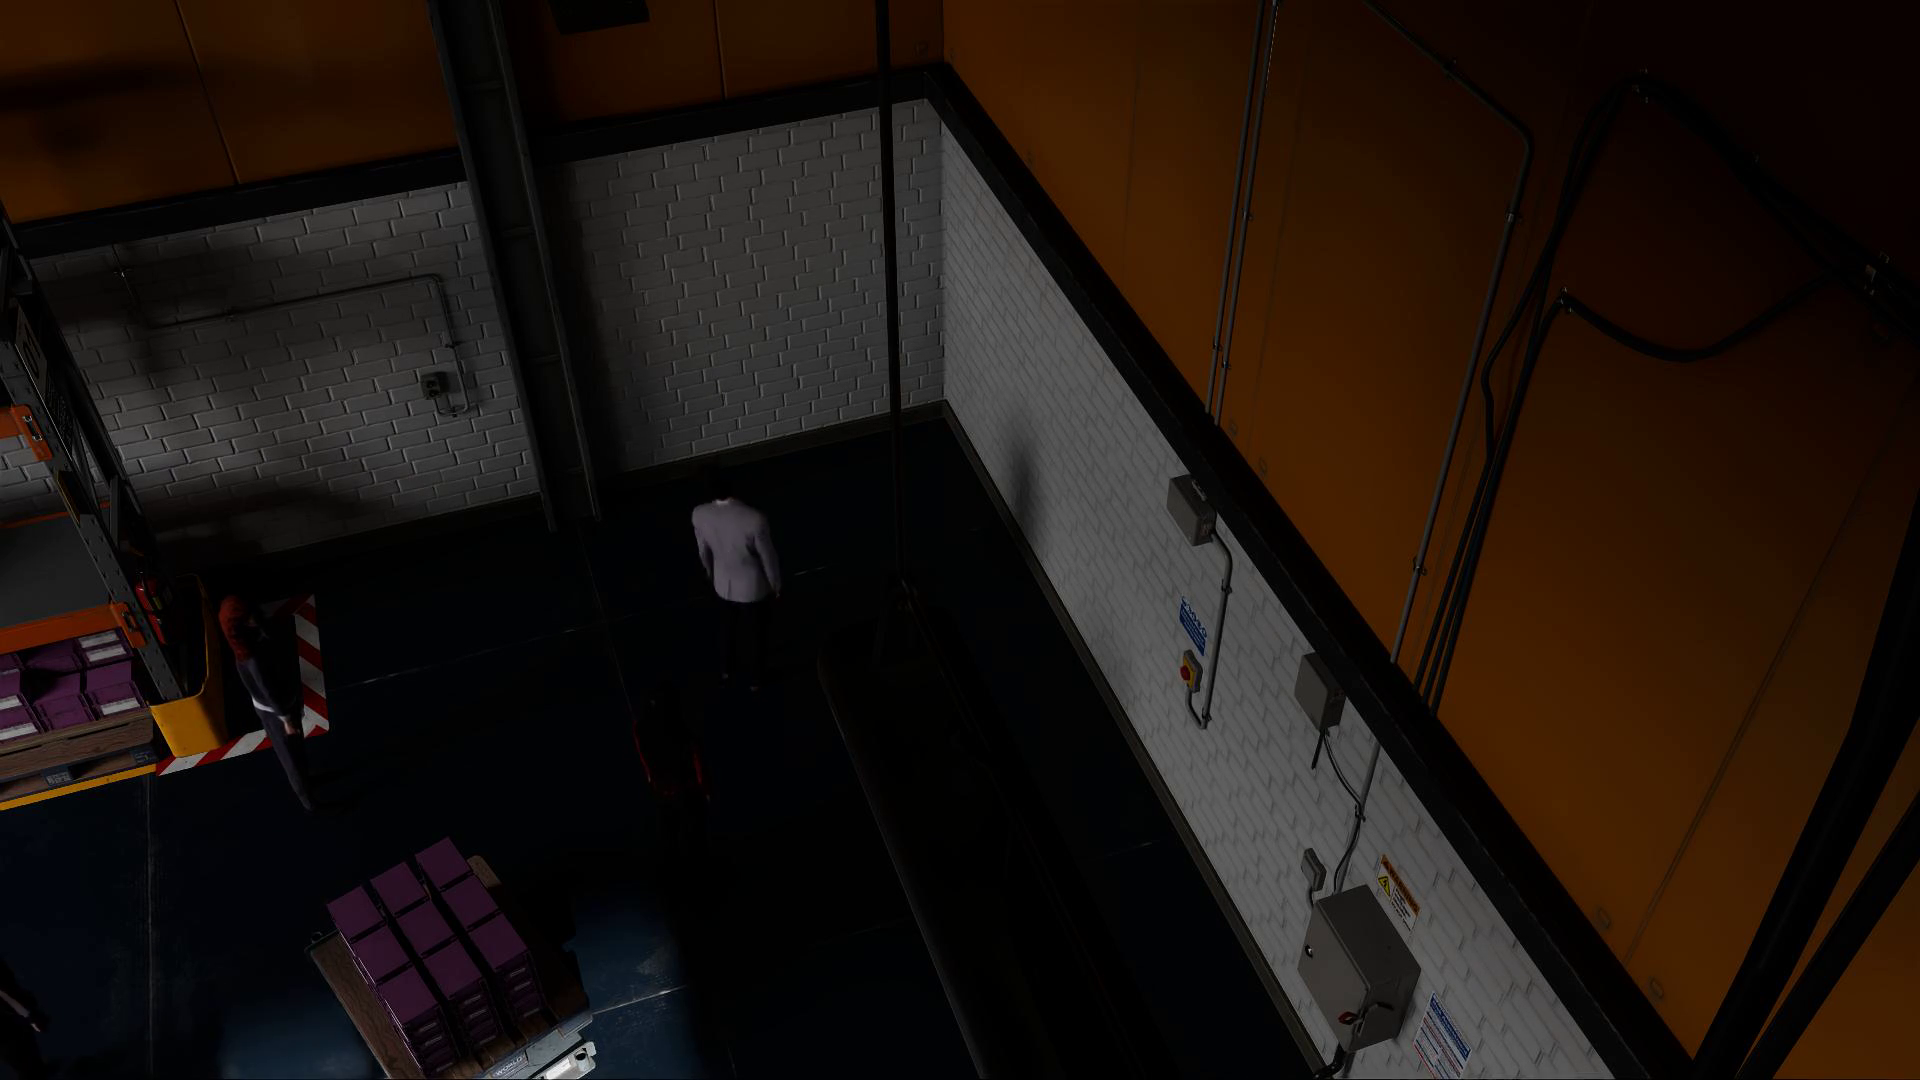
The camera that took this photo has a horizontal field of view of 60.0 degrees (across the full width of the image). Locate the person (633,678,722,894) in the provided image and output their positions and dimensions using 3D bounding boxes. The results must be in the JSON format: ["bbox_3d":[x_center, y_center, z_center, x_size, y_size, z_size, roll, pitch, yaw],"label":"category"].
[{"bbox_3d":[-1.611,1.425,9.455,0.641,1.650,0.718,14,45,14],"label":"person"}]

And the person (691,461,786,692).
[{"bbox_3d":[-1.369,0.261,10.555,0.779,1.819,0.841,28,50,26],"label":"person"}]

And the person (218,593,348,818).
[{"bbox_3d":[-4.034,0.968,9.842,0.499,1.779,0.583,-15,46,-16],"label":"person"}]
